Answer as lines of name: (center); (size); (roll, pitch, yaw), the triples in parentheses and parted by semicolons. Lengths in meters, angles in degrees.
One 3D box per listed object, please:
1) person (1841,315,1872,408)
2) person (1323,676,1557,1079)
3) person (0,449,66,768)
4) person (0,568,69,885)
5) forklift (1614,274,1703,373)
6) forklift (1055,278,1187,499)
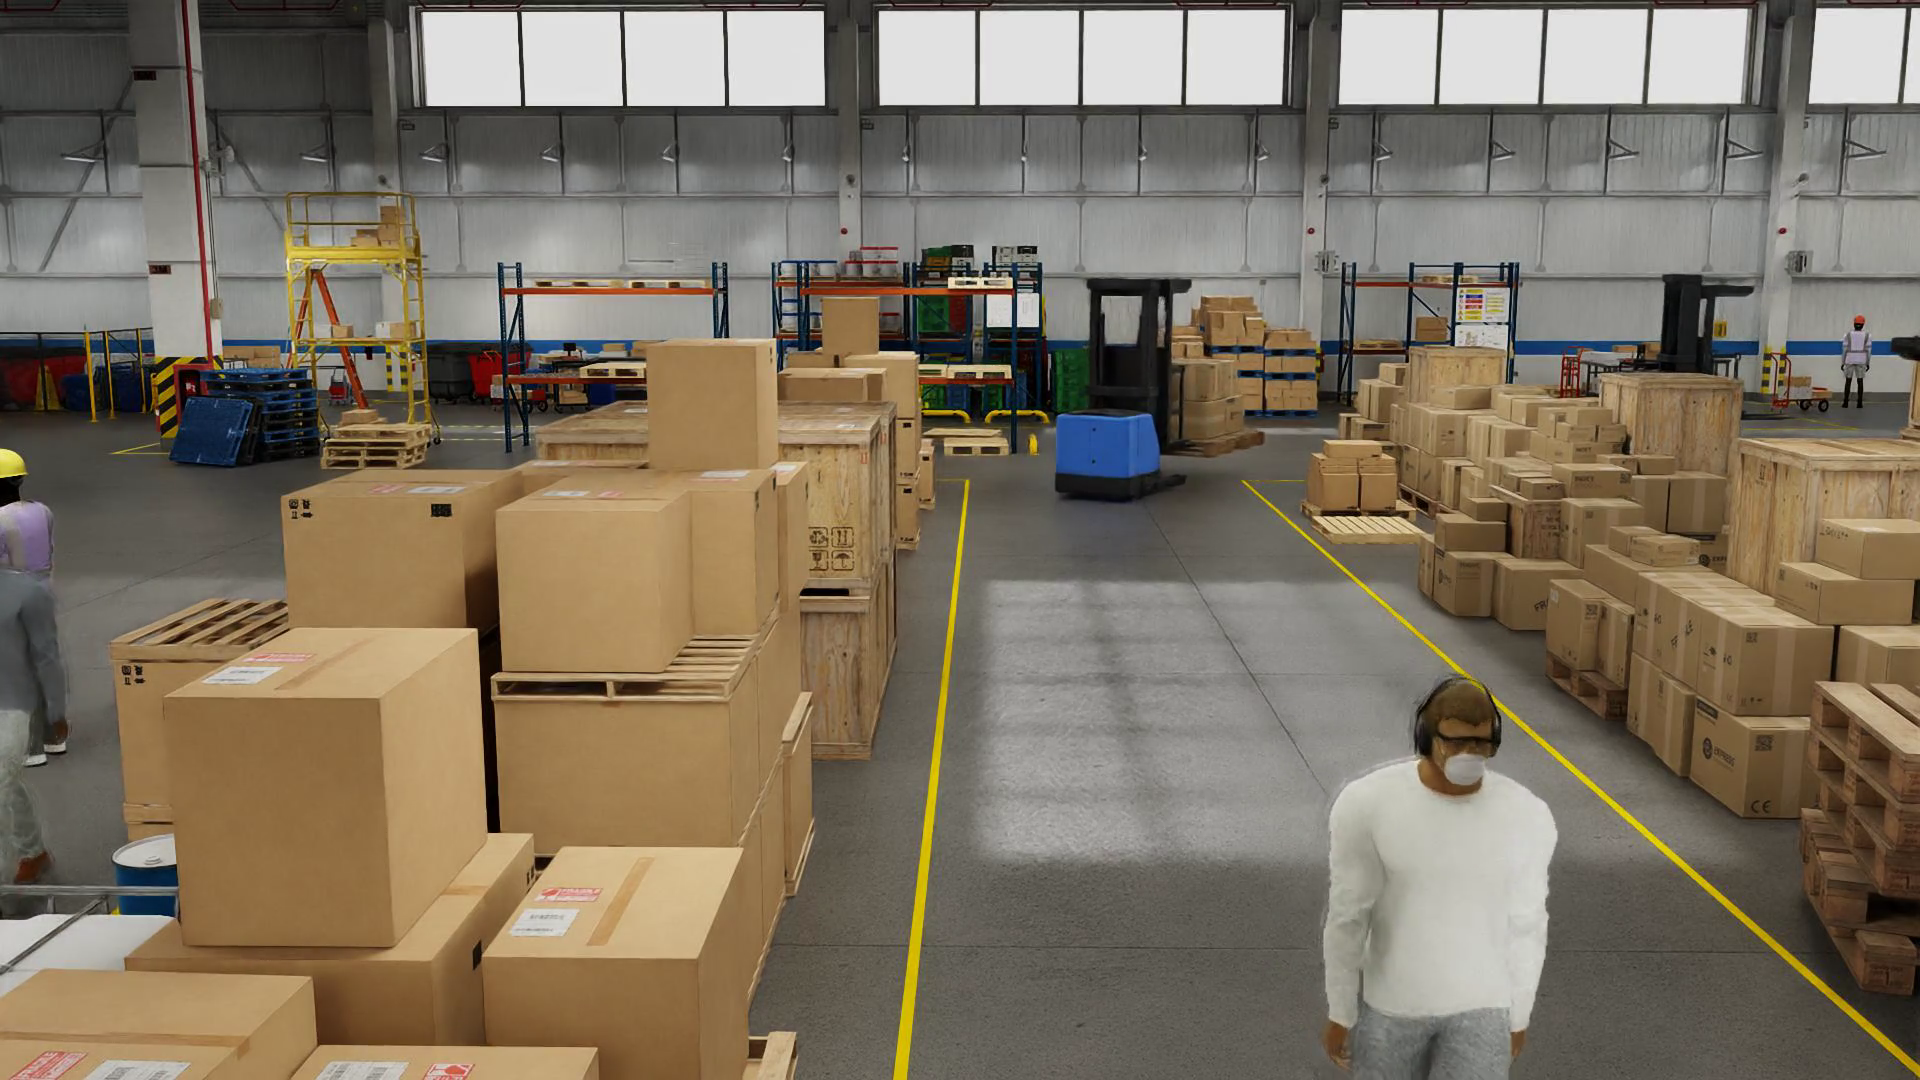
person: (18.698, -3.716, 34.714); (0.551, 1.937, 0.357); (4, 10, 24)
person: (1.349, 1.296, 4.777); (0.634, 1.915, 0.818); (1, 10, 7)
person: (-5.676, 0.411, 10.024); (0.366, 1.926, 0.594); (0, 9, 1)
person: (-4.549, 0.814, 7.733); (0.646, 1.884, 1.045); (0, 9, -3)
forklift: (12.603, -3.276, 29.257); (1.873, 2.768, 1.129); (0, 9, 1)
forklift: (2.125, -2.041, 21.864); (1.129, 2.768, 1.873); (6, 11, 30)
